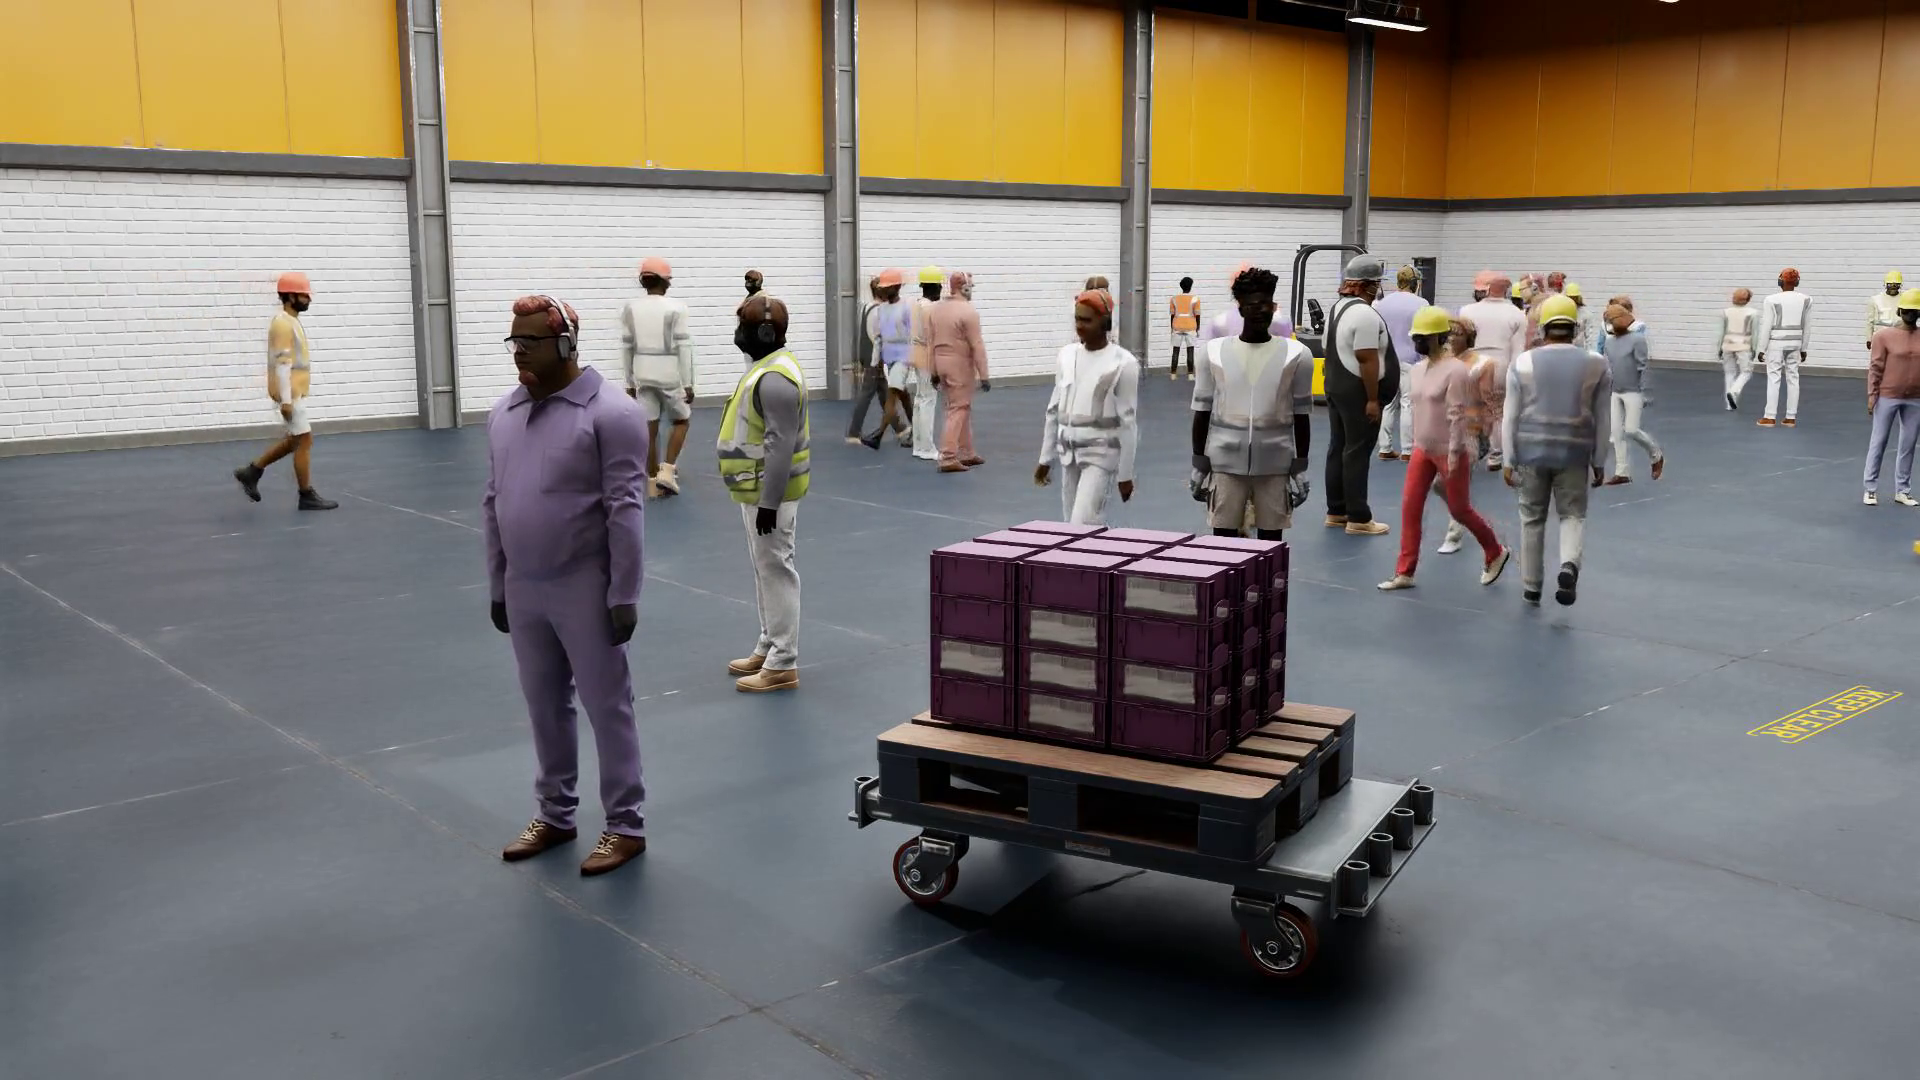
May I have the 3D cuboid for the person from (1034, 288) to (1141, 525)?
[{"bbox_3d":[0.746,-0.437,9.054,0.836,1.859,0.581,-8,12,-39],"label":"person"}]

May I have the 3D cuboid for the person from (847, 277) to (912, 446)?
[{"bbox_3d":[-0.820,-1.917,17.879,0.953,1.792,0.529,-5,11,-25],"label":"person"}]

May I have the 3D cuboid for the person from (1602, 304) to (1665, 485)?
[{"bbox_3d":[5.939,-1.281,14.720,0.543,1.600,0.557,-3,10,-19],"label":"person"}]

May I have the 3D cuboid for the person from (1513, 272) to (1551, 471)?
[{"bbox_3d":[5.436,-1.580,15.689,0.584,1.870,0.678,3,10,18],"label":"person"}]

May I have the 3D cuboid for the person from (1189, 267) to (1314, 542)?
[{"bbox_3d":[1.467,-0.386,8.411,0.613,1.965,0.361,2,10,11],"label":"person"}]

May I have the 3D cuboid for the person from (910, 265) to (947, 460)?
[{"bbox_3d":[-0.310,-1.760,16.577,0.368,1.928,0.585,-3,10,-16],"label":"person"}]

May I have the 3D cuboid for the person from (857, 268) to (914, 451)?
[{"bbox_3d":[-0.736,-1.873,17.335,0.978,1.887,0.568,-8,13,-41],"label":"person"}]

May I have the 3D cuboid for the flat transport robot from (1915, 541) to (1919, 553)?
[{"bbox_3d":[6.961,0.086,10.609,0.652,0.197,1.431,-3,10,-19],"label":"flat transport robot"}]

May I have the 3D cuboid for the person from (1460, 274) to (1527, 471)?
[{"bbox_3d":[4.900,-1.531,15.430,0.639,1.869,0.906,4,11,23],"label":"person"}]

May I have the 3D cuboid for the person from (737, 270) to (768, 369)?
[{"bbox_3d":[-2.622,-2.503,21.168,0.429,1.846,0.633,-5,11,-29],"label":"person"}]

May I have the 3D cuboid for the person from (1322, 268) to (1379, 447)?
[{"bbox_3d":[4.009,-1.867,17.229,0.932,1.908,0.637,-8,13,-39],"label":"person"}]

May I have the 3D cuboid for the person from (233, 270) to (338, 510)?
[{"bbox_3d":[-5.389,-1.170,13.179,0.703,1.919,0.553,-2,10,-13],"label":"person"}]

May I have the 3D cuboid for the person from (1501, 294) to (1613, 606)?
[{"bbox_3d":[3.381,-0.484,9.459,0.591,1.816,0.543,3,10,16],"label":"person"}]

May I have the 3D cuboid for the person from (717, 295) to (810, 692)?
[{"bbox_3d":[-0.919,-0.219,7.799,0.429,1.846,0.627,-2,10,-12],"label":"person"}]

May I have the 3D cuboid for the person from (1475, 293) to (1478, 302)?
[{"bbox_3d":[6.294,-2.217,19.987,0.542,1.660,0.758,9,13,42],"label":"person"}]

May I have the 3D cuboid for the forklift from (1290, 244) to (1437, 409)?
[{"bbox_3d":[5.256,-2.933,22.661,2.313,2.155,1.214,3,10,16],"label":"forklift"}]

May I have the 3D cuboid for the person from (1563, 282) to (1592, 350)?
[{"bbox_3d":[7.300,-2.227,19.933,0.494,1.712,0.796,3,10,15],"label":"person"}]

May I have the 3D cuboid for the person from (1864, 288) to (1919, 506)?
[{"bbox_3d":[7.629,-1.147,13.461,0.529,1.765,0.327,1,10,8],"label":"person"}]

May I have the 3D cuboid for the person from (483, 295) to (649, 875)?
[{"bbox_3d":[-1.323,0.149,5.501,0.647,1.901,0.402,5,11,28],"label":"person"}]

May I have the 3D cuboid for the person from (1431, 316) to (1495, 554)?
[{"bbox_3d":[3.451,-0.735,11.463,0.522,1.625,0.575,9,13,42],"label":"person"}]

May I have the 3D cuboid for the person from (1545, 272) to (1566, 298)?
[{"bbox_3d":[7.521,-2.522,21.333,0.475,1.820,0.614,-2,10,-11],"label":"person"}]

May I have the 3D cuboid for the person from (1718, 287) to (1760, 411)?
[{"bbox_3d":[10.084,-2.466,21.608,0.507,1.626,0.520,-9,13,-42],"label":"person"}]

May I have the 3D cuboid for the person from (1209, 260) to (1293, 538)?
[{"bbox_3d":[2.095,-1.022,12.058,0.624,2.010,1.009,5,11,27],"label":"person"}]

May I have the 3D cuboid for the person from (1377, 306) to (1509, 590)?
[{"bbox_3d":[2.972,-0.553,10.078,0.800,1.733,0.522,-5,11,-25],"label":"person"}]

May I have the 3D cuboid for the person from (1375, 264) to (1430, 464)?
[{"bbox_3d":[4.340,-1.715,16.277,0.366,1.939,0.635,-8,12,-37],"label":"person"}]

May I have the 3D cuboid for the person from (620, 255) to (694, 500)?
[{"bbox_3d":[-2.487,-1.336,13.799,0.644,2.028,0.424,3,10,15],"label":"person"}]

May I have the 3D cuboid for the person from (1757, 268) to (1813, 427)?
[{"bbox_3d":[9.773,-2.277,19.731,0.584,1.882,0.349,0,10,-1],"label":"person"}]

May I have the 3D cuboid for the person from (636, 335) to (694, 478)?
[{"bbox_3d":[-2.725,-1.384,15.282,0.548,1.610,0.582,-3,10,-19],"label":"person"}]

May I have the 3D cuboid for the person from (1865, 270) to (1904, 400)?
[{"bbox_3d":[13.007,-2.853,23.286,0.592,1.824,0.403,3,10,16],"label":"person"}]

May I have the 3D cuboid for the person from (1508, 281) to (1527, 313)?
[{"bbox_3d":[6.334,-2.066,18.901,0.440,1.742,0.537,-8,12,-37],"label":"person"}]

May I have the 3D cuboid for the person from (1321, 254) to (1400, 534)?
[{"bbox_3d":[2.954,-1.073,12.222,0.537,2.000,0.675,-2,10,-10],"label":"person"}]

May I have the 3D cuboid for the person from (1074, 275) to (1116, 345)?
[{"bbox_3d":[1.307,-1.804,17.137,0.610,1.831,0.629,1,10,6],"label":"person"}]

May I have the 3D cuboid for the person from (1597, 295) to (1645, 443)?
[{"bbox_3d":[7.278,-1.890,18.292,0.757,1.612,0.532,-9,13,-43],"label":"person"}]

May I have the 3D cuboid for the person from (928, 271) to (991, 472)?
[{"bbox_3d":[0.084,-1.586,15.696,0.800,1.877,0.666,-7,12,-36],"label":"person"}]

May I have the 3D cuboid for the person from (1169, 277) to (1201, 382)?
[{"bbox_3d":[3.636,-3.402,26.894,0.529,1.690,0.321,4,10,21],"label":"person"}]

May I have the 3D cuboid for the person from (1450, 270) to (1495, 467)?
[{"bbox_3d":[5.063,-1.664,16.124,0.537,1.903,0.970,7,12,34],"label":"person"}]
